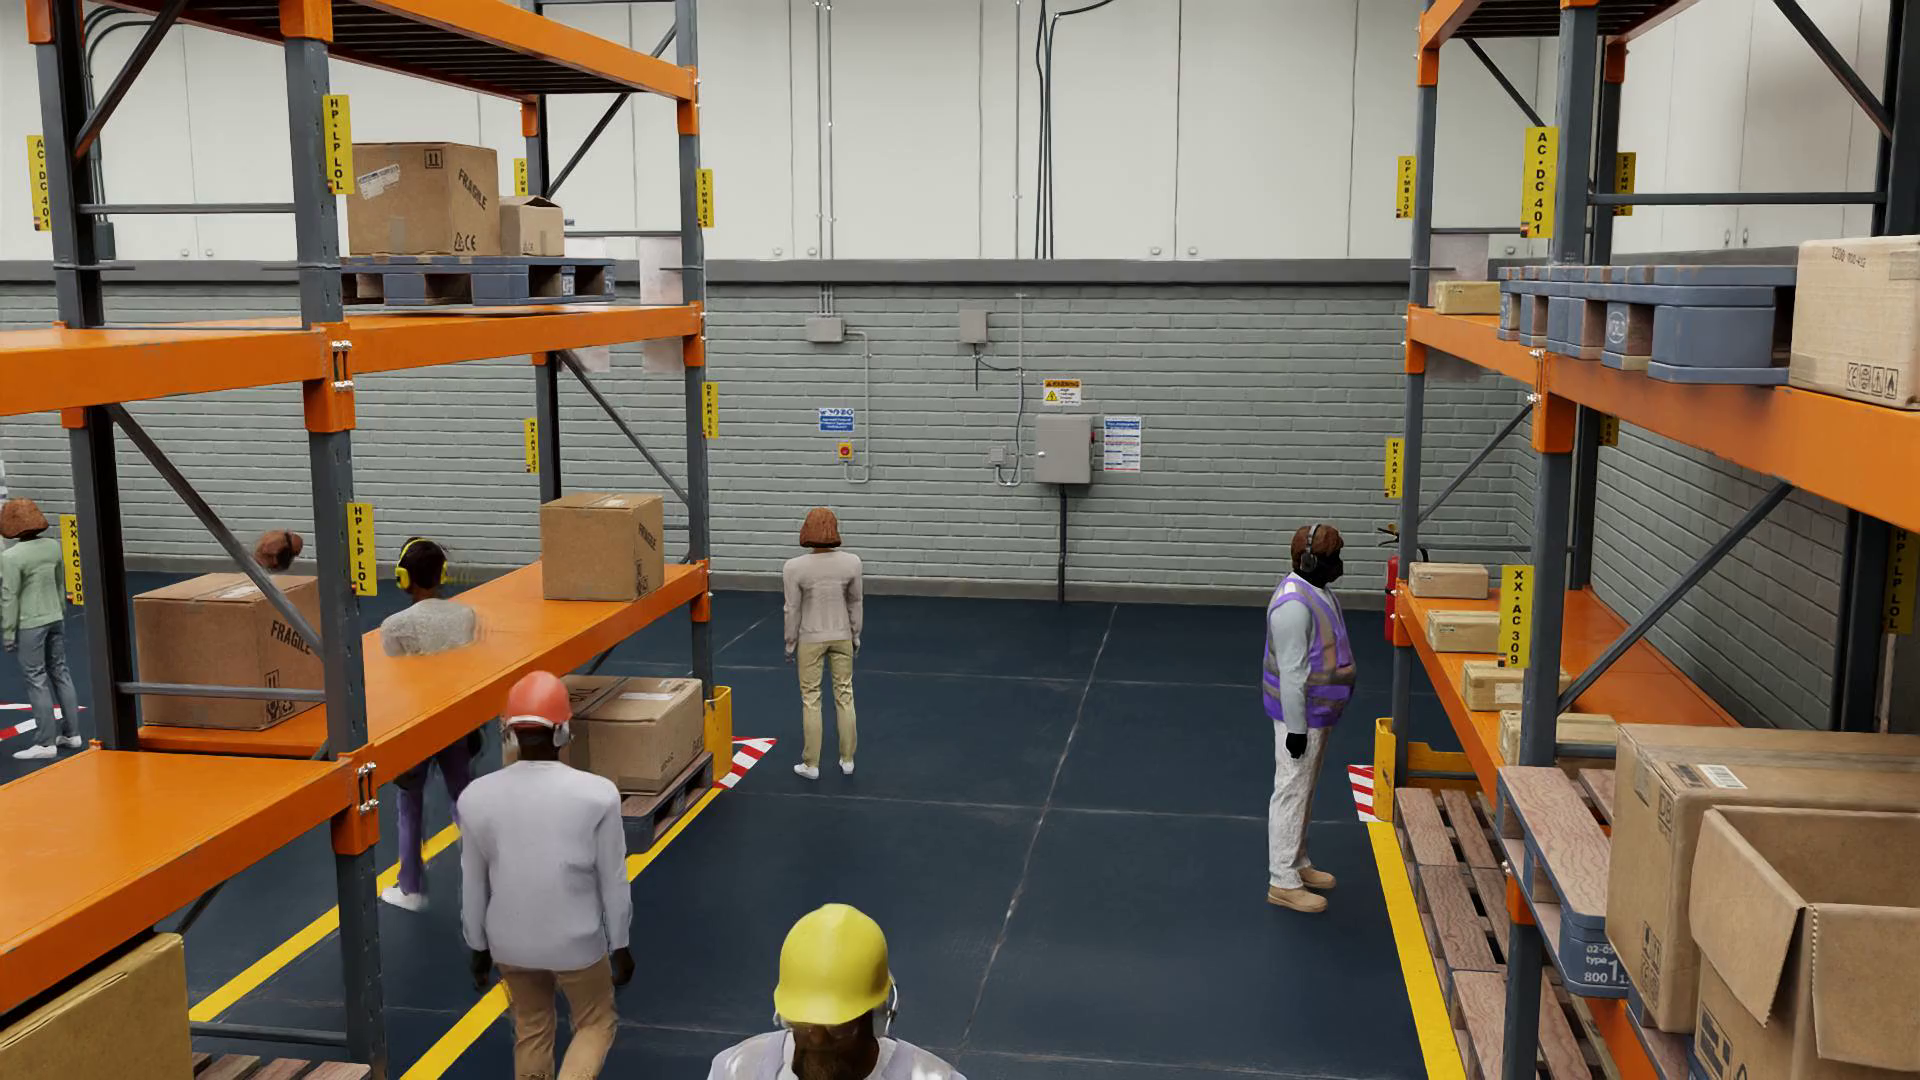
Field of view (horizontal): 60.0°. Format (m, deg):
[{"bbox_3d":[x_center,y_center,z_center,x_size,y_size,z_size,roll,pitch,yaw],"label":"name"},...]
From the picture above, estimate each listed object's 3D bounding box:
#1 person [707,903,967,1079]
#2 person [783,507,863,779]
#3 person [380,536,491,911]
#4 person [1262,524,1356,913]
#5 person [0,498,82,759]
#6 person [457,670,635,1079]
[{"bbox_3d":[-0.254,1.596,3.290,0.590,1.835,0.404,1,9,8],"label":"person"},{"bbox_3d":[-0.817,0.615,9.954,0.499,1.633,0.285,-4,10,-24],"label":"person"},{"bbox_3d":[-2.384,0.893,7.656,0.943,1.832,0.535,8,12,42],"label":"person"},{"bbox_3d":[1.672,0.832,7.980,0.429,1.841,0.634,4,10,21],"label":"person"},{"bbox_3d":[-5.777,0.544,10.411,0.288,1.627,0.502,2,9,9],"label":"person"},{"bbox_3d":[-1.359,1.294,5.437,0.574,1.734,0.475,1,9,9],"label":"person"}]
